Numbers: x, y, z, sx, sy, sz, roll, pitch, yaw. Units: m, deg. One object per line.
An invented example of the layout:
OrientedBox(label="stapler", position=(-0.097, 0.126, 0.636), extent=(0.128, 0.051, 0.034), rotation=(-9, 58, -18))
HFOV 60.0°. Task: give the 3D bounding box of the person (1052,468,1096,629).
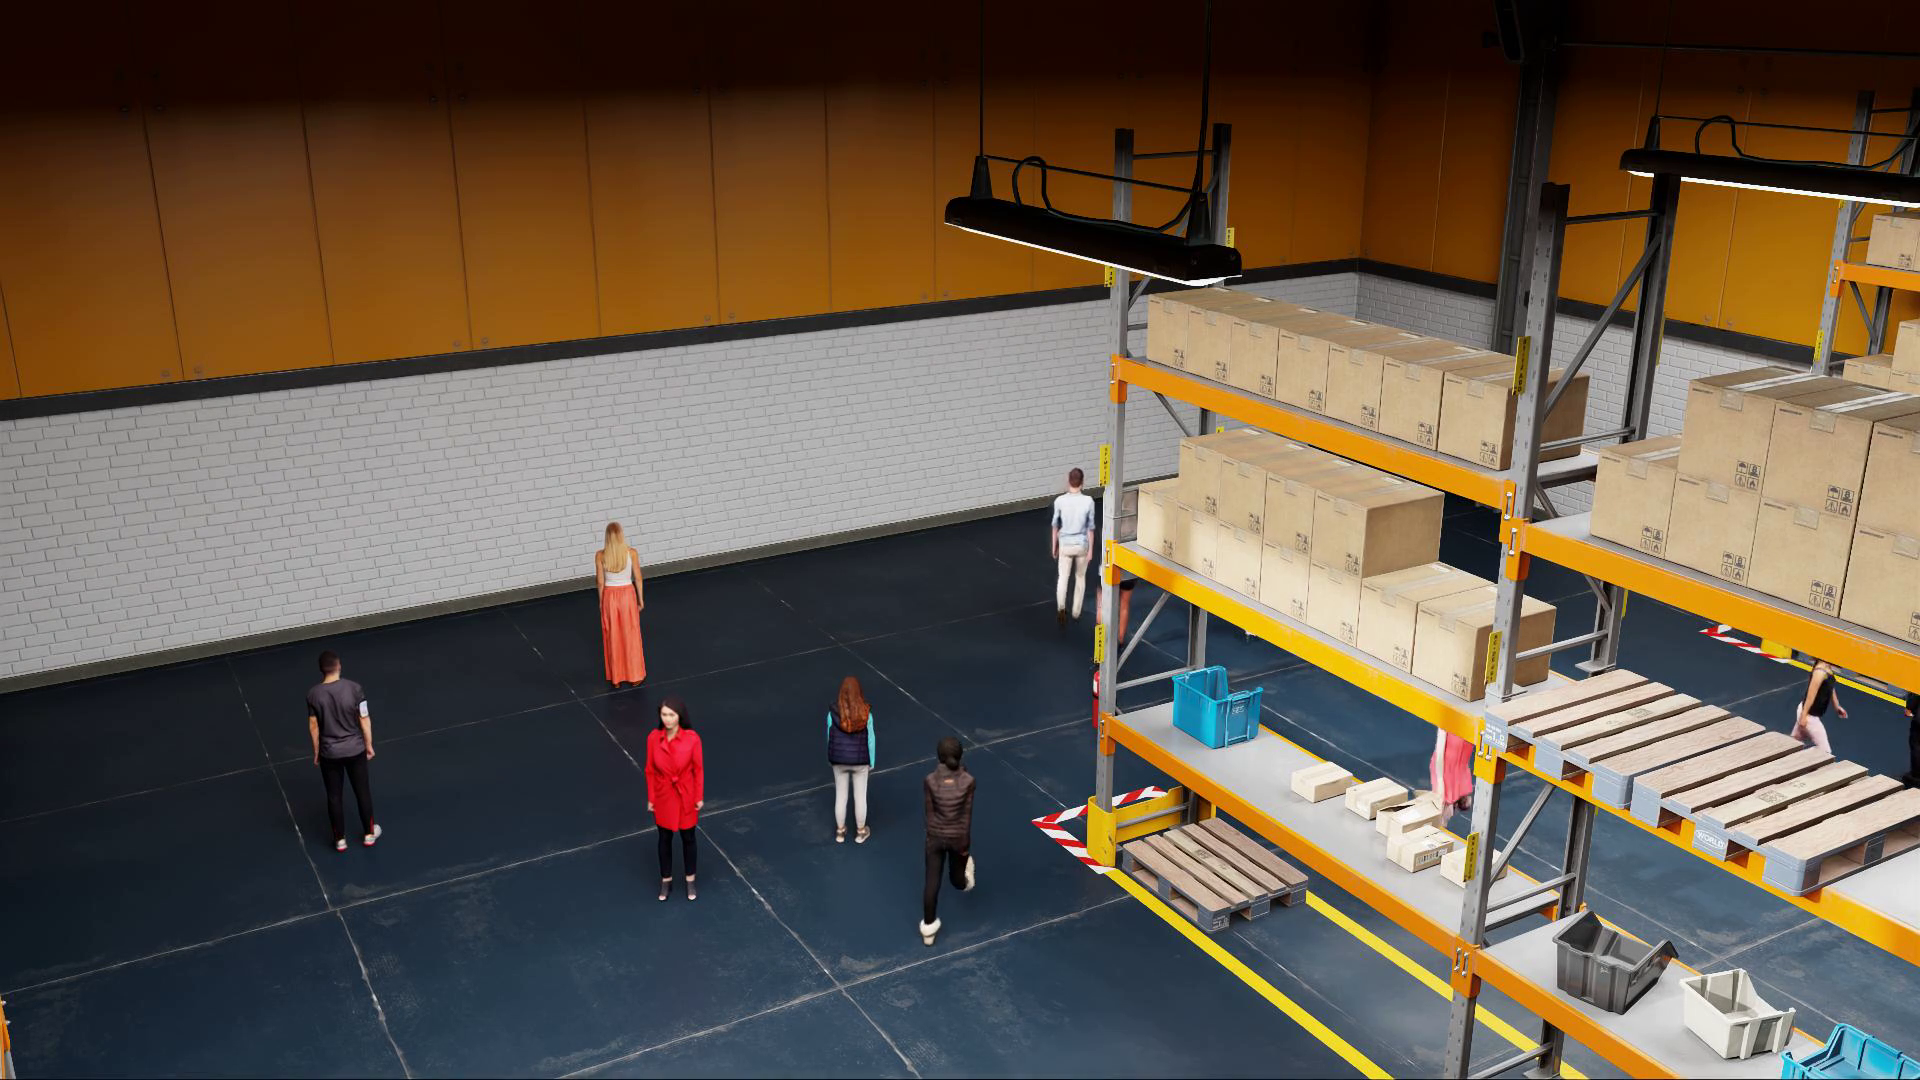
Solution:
OrientedBox(label="person", position=(1.278, 0.106, 18.856), extent=(1.031, 1.829, 1.134), rotation=(3, 19, 9))

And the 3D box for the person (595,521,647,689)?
OrientedBox(label="person", position=(-3.527, 0.664, 17.245), extent=(0.709, 1.801, 0.710), rotation=(-2, 19, -6))

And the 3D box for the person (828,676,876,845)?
OrientedBox(label="person", position=(-0.932, 1.864, 14.157), extent=(0.676, 1.497, 0.724), rotation=(2, 19, 5))

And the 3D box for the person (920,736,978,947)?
OrientedBox(label="person", position=(-0.112, 2.243, 12.803), extent=(1.062, 1.642, 0.913), rotation=(-9, 20, -24))

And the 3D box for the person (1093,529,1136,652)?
OrientedBox(label="person", position=(1.748, 0.414, 18.092), extent=(0.695, 1.734, 0.681), rotation=(-5, 19, -13))

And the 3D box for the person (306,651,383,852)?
OrientedBox(label="person", position=(-5.215, 1.770, 14.021), extent=(0.687, 1.763, 0.603), rotation=(-6, 19, -17))

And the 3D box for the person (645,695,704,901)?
OrientedBox(label="person", position=(-2.261, 2.050, 13.215), extent=(0.730, 1.747, 0.766), rotation=(0, 19, 1))
